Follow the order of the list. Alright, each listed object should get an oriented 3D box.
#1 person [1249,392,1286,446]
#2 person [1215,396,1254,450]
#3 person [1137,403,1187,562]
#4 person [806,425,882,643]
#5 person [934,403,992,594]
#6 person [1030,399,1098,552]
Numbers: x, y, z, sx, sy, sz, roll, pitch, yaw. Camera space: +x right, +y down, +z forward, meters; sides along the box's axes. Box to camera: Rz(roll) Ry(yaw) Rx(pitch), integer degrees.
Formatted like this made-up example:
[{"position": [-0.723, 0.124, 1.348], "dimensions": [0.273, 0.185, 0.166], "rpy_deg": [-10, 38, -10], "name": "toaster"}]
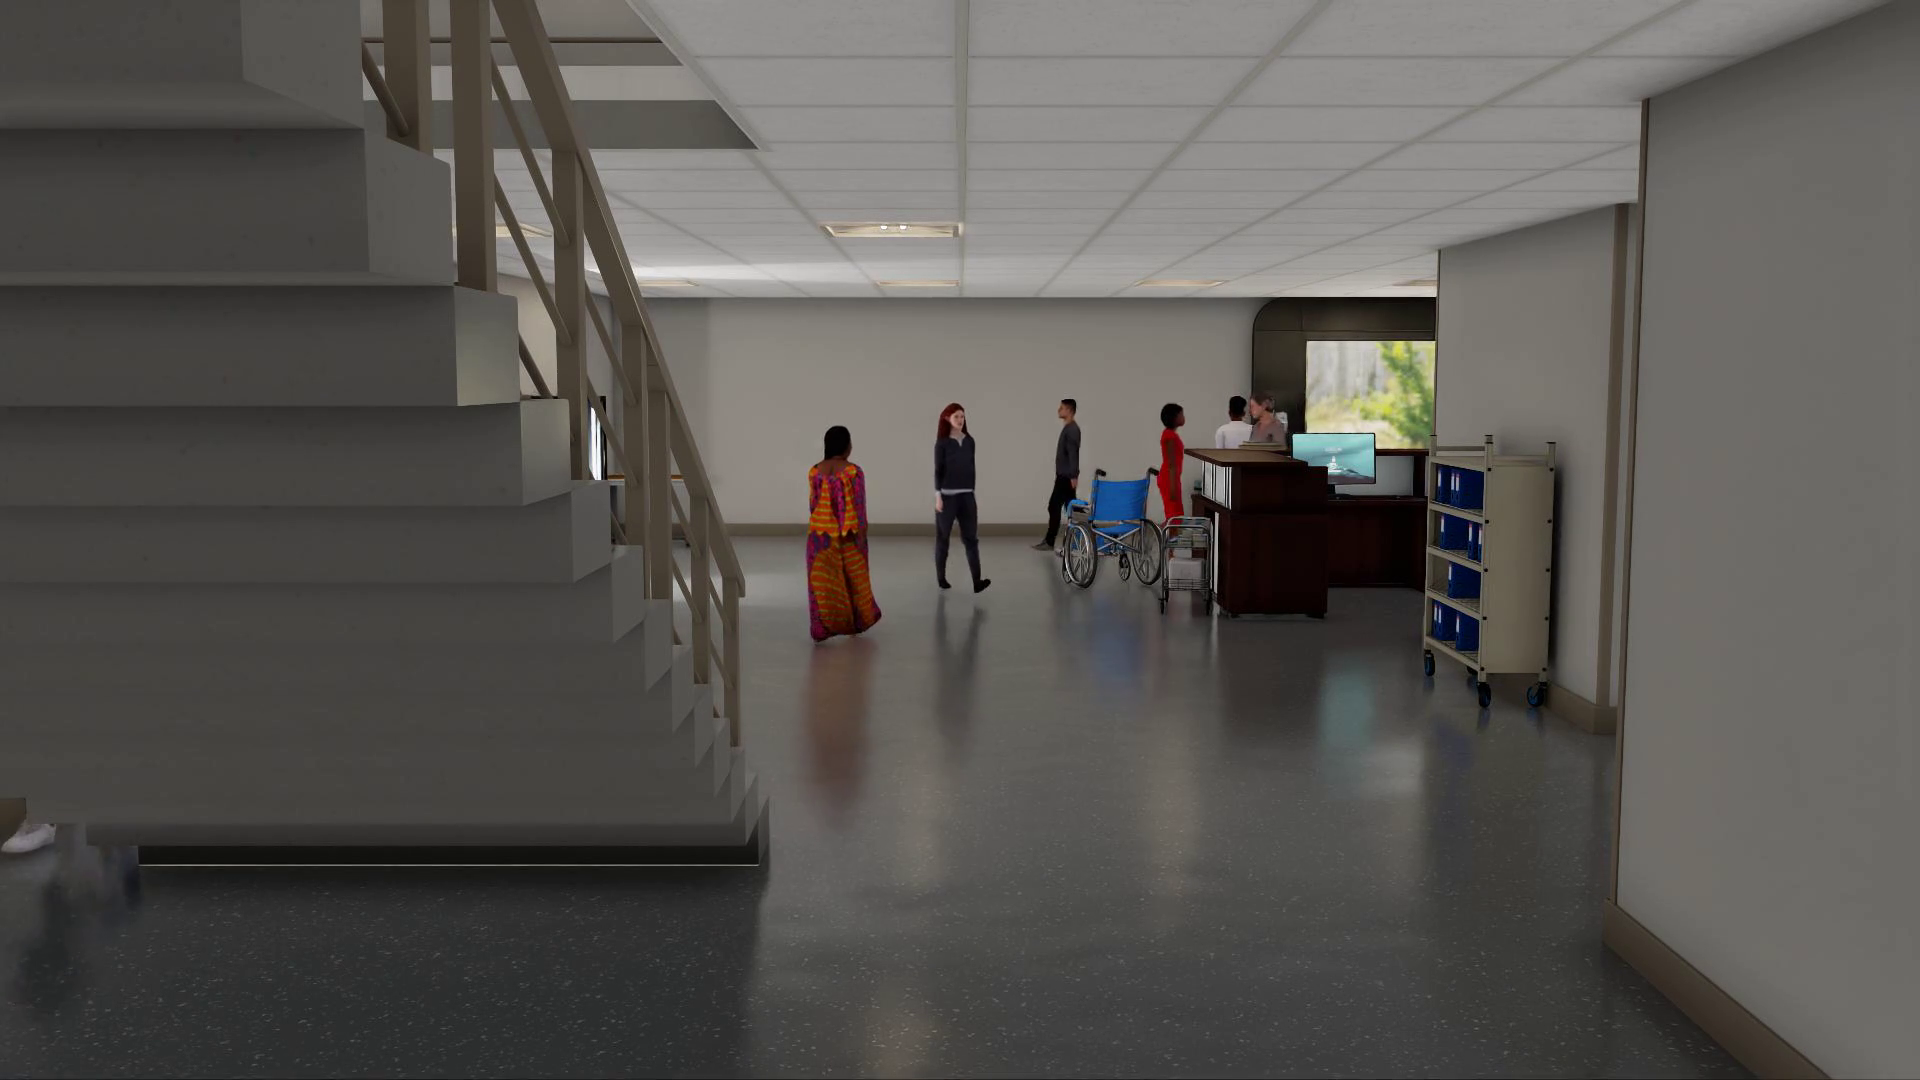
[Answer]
[{"position": [3.197, -0.553, 16.839], "dimensions": [0.896, 1.835, 1.055], "rpy_deg": [-2, 6, -16], "name": "person"}, {"position": [2.953, -0.634, 17.743], "dimensions": [0.629, 1.815, 0.566], "rpy_deg": [0, 6, 2], "name": "person"}, {"position": [2.094, -0.537, 17.207], "dimensions": [0.733, 1.730, 0.722], "rpy_deg": [1, 6, 13], "name": "person"}, {"position": [-0.968, -0.050, 12.694], "dimensions": [0.924, 1.663, 1.199], "rpy_deg": [2, 6, 21], "name": "person"}, {"position": [-0.089, -0.349, 15.348], "dimensions": [0.948, 1.727, 1.235], "rpy_deg": [-3, 6, -25], "name": "person"}, {"position": [1.303, -0.715, 18.959], "dimensions": [0.736, 1.732, 1.046], "rpy_deg": [0, 6, -3], "name": "person"}]
